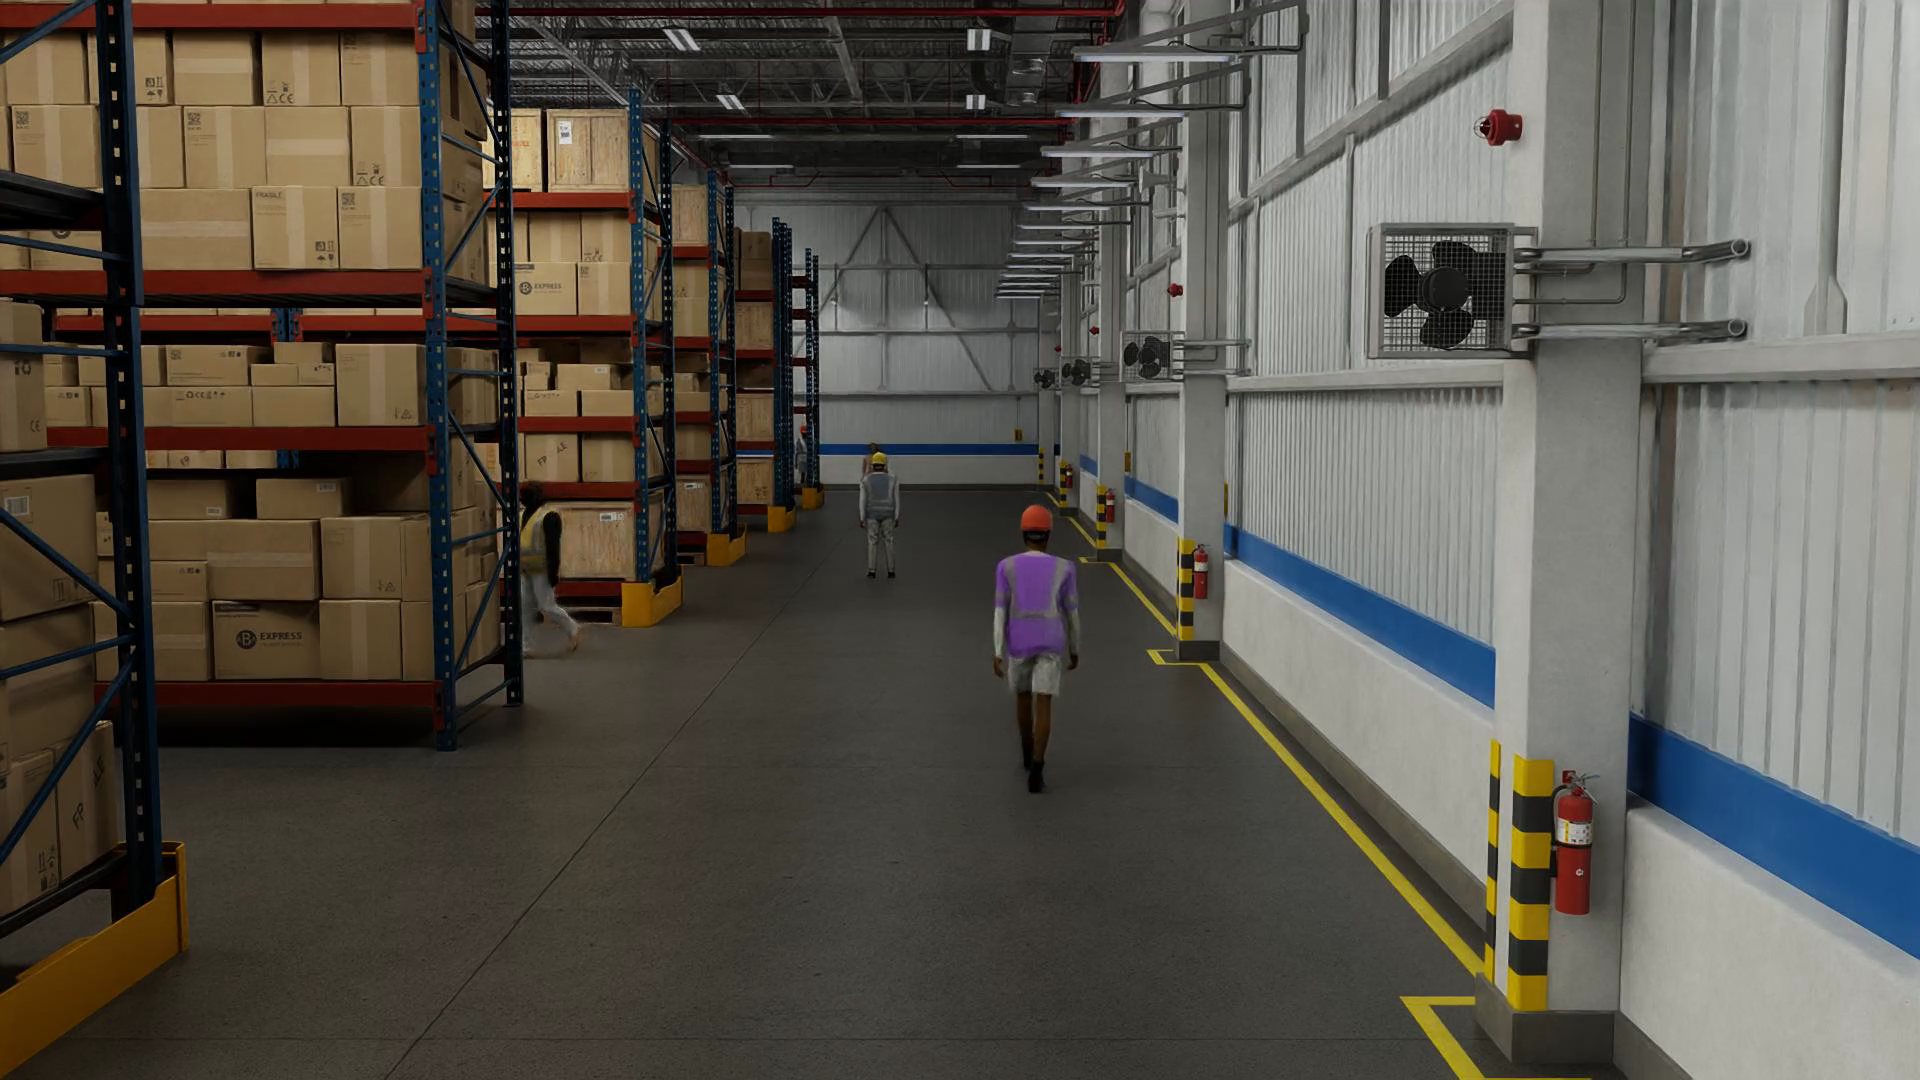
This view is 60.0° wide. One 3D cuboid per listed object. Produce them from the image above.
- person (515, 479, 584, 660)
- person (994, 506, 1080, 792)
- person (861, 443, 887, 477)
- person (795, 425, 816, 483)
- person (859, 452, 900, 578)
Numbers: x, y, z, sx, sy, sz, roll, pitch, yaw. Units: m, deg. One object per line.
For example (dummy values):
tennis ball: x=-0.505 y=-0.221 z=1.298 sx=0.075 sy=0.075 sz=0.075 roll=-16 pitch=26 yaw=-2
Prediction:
person: x=-4.183 y=0.295 z=16.652 sx=0.636 sy=1.822 sz=0.701 roll=4 pitch=6 yaw=40
person: x=0.532 y=0.709 z=11.362 sx=0.572 sy=1.882 sz=0.978 roll=1 pitch=5 yaw=7
person: x=-1.914 y=-1.332 z=36.698 sx=0.548 sy=1.603 sz=0.773 roll=1 pitch=5 yaw=9
person: x=-4.079 y=-2.088 z=43.862 sx=0.575 sy=1.908 sz=0.564 roll=-2 pitch=5 yaw=-24
person: x=-1.163 y=-0.353 z=24.055 sx=0.587 sy=1.835 sz=0.404 roll=-1 pitch=5 yaw=-6
